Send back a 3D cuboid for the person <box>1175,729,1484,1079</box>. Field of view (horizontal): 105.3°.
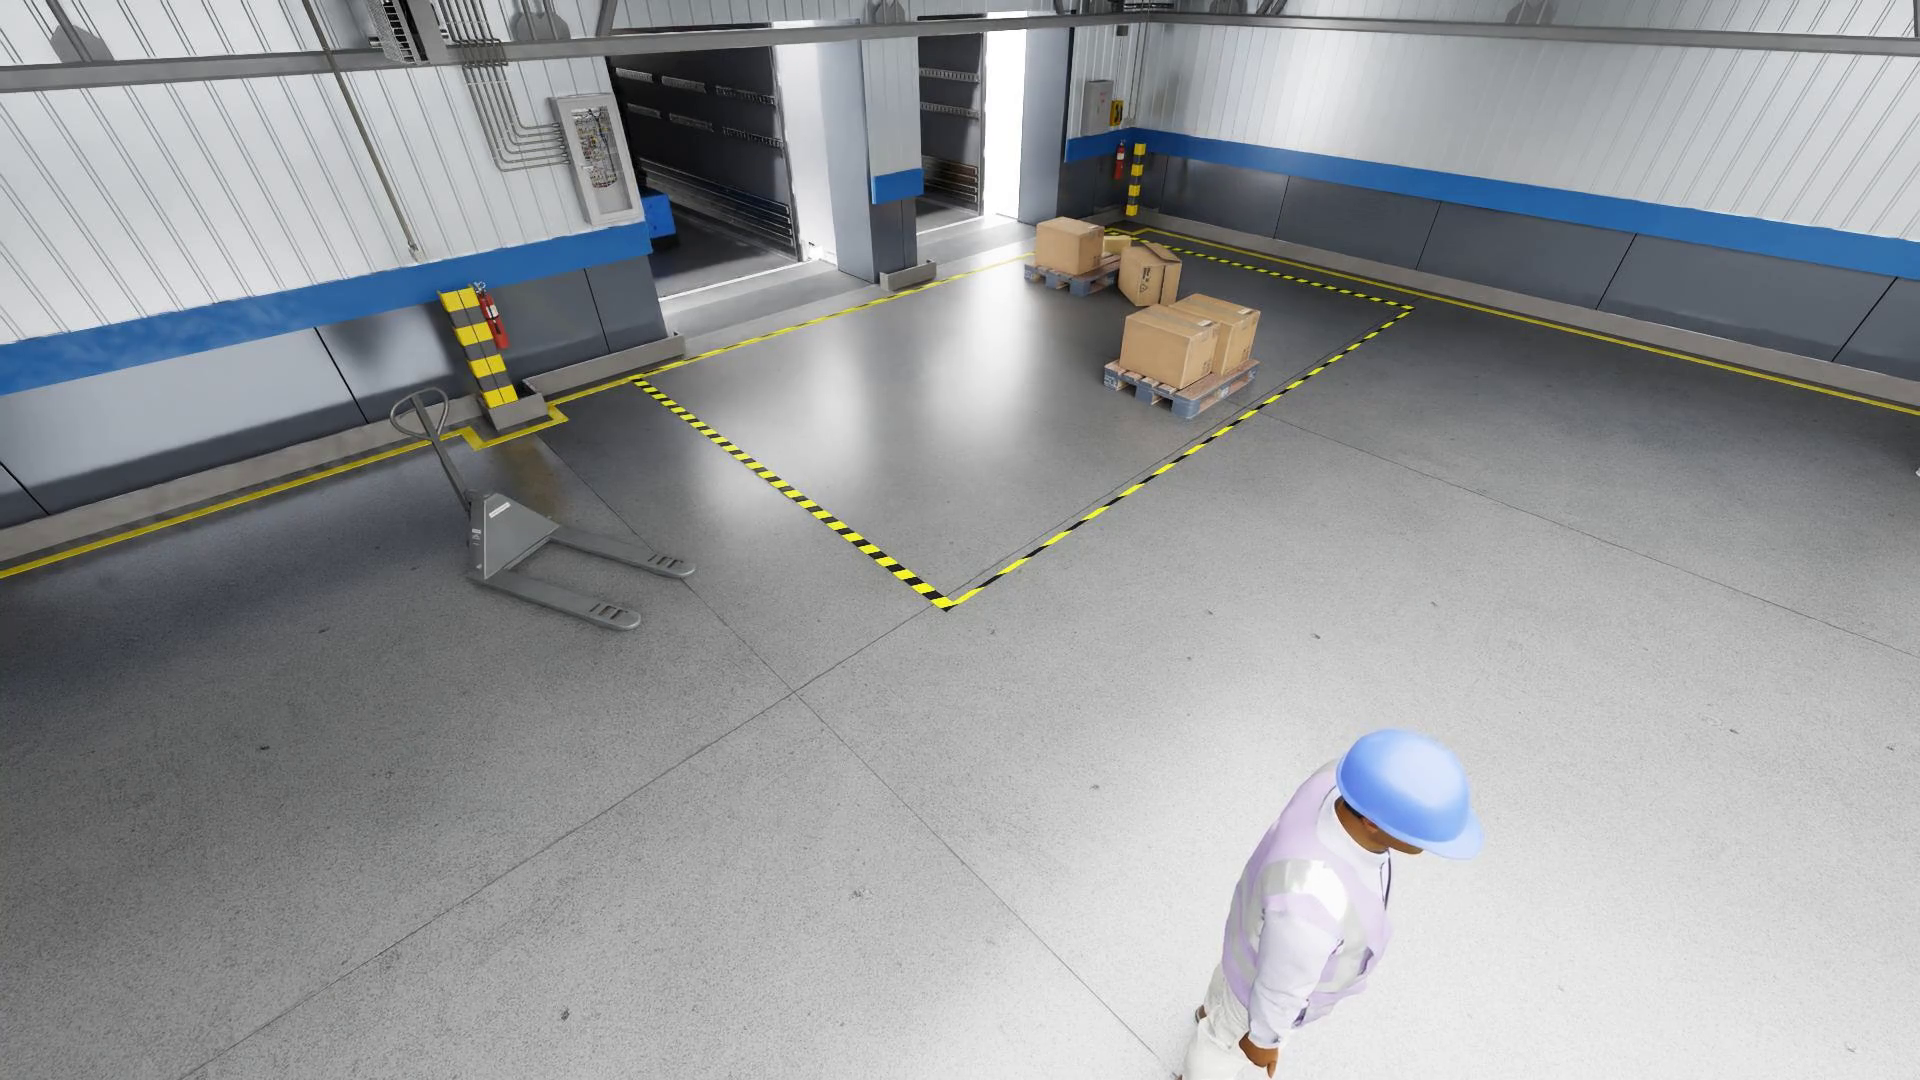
[{"bbox_3d":[0.959,1.201,2.139,0.386,1.947,0.607,23,43,26],"label":"person"}]

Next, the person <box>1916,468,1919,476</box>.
[{"bbox_3d":[7.925,-1.156,5.357,0.484,1.743,0.295,2,38,3],"label":"person"}]

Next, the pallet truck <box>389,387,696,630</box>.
[{"bbox_3d":[-2.613,-0.247,4.593,1.601,1.201,0.680,14,40,17],"label":"pallet truck"}]

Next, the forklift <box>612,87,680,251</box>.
[{"bbox_3d":[-4.667,-5.138,10.265,0.716,2.013,0.776,-30,47,-33],"label":"forklift"}]
